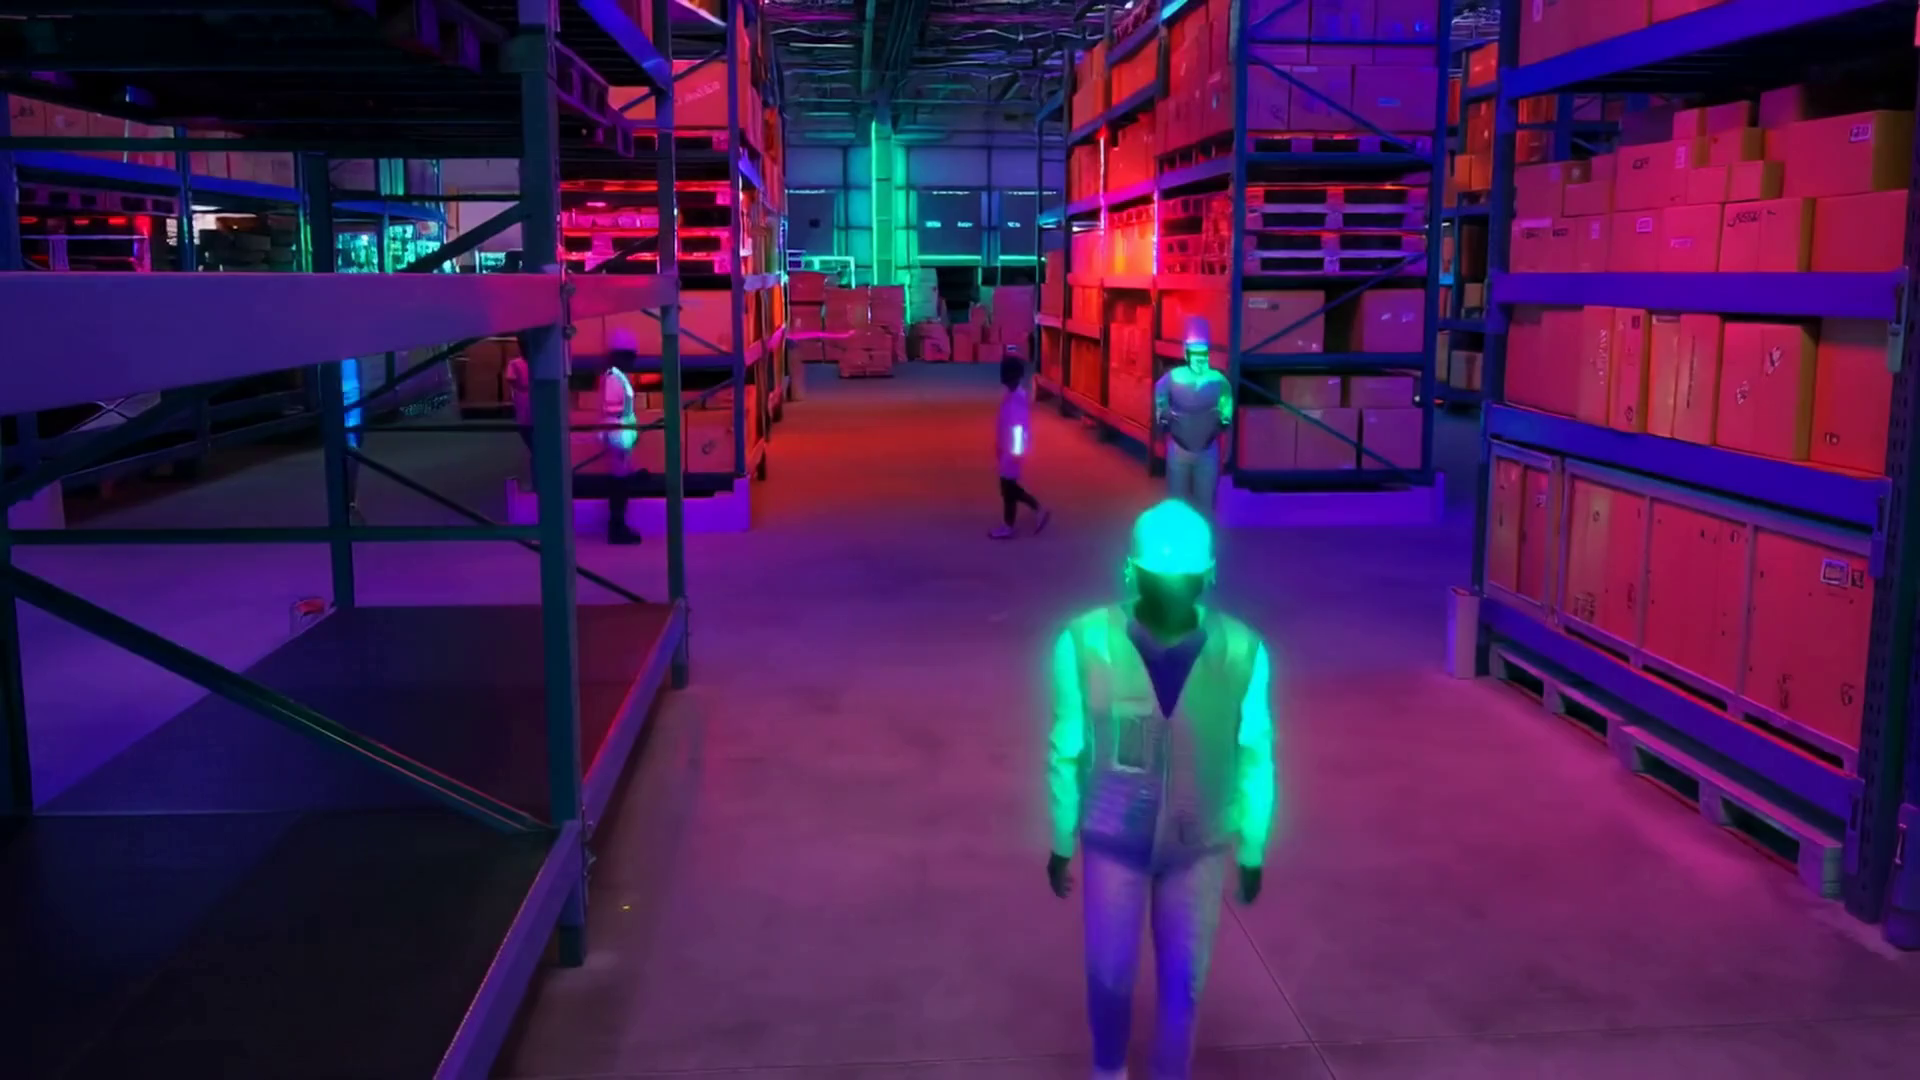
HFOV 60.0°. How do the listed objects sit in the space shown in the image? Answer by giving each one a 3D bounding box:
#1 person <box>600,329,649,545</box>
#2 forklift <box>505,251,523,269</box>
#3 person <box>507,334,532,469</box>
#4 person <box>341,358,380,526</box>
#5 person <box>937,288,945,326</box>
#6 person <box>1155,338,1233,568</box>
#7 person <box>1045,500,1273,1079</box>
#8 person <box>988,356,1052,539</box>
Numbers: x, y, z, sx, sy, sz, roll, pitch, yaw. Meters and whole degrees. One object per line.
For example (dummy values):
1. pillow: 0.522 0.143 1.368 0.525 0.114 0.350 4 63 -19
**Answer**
1. person: -2.986 -0.902 14.779 0.417 1.921 0.576 -1 9 -3
2. forklift: -7.556 -3.751 29.684 1.129 2.768 1.873 -1 9 -4
3. person: -5.388 -1.745 20.859 0.538 1.681 0.652 -1 9 -3
4. person: -5.783 -1.112 15.728 0.385 2.045 0.605 -8 12 -41
5. person: -0.793 -7.976 59.197 0.633 1.940 0.412 7 11 37
6. person: 1.926 -0.707 13.659 0.642 1.900 0.401 0 9 0
7. person: 0.537 0.790 4.468 0.615 1.822 0.413 0 9 -2
8. person: 0.530 -0.827 15.066 0.479 1.678 0.543 -1 9 -6
